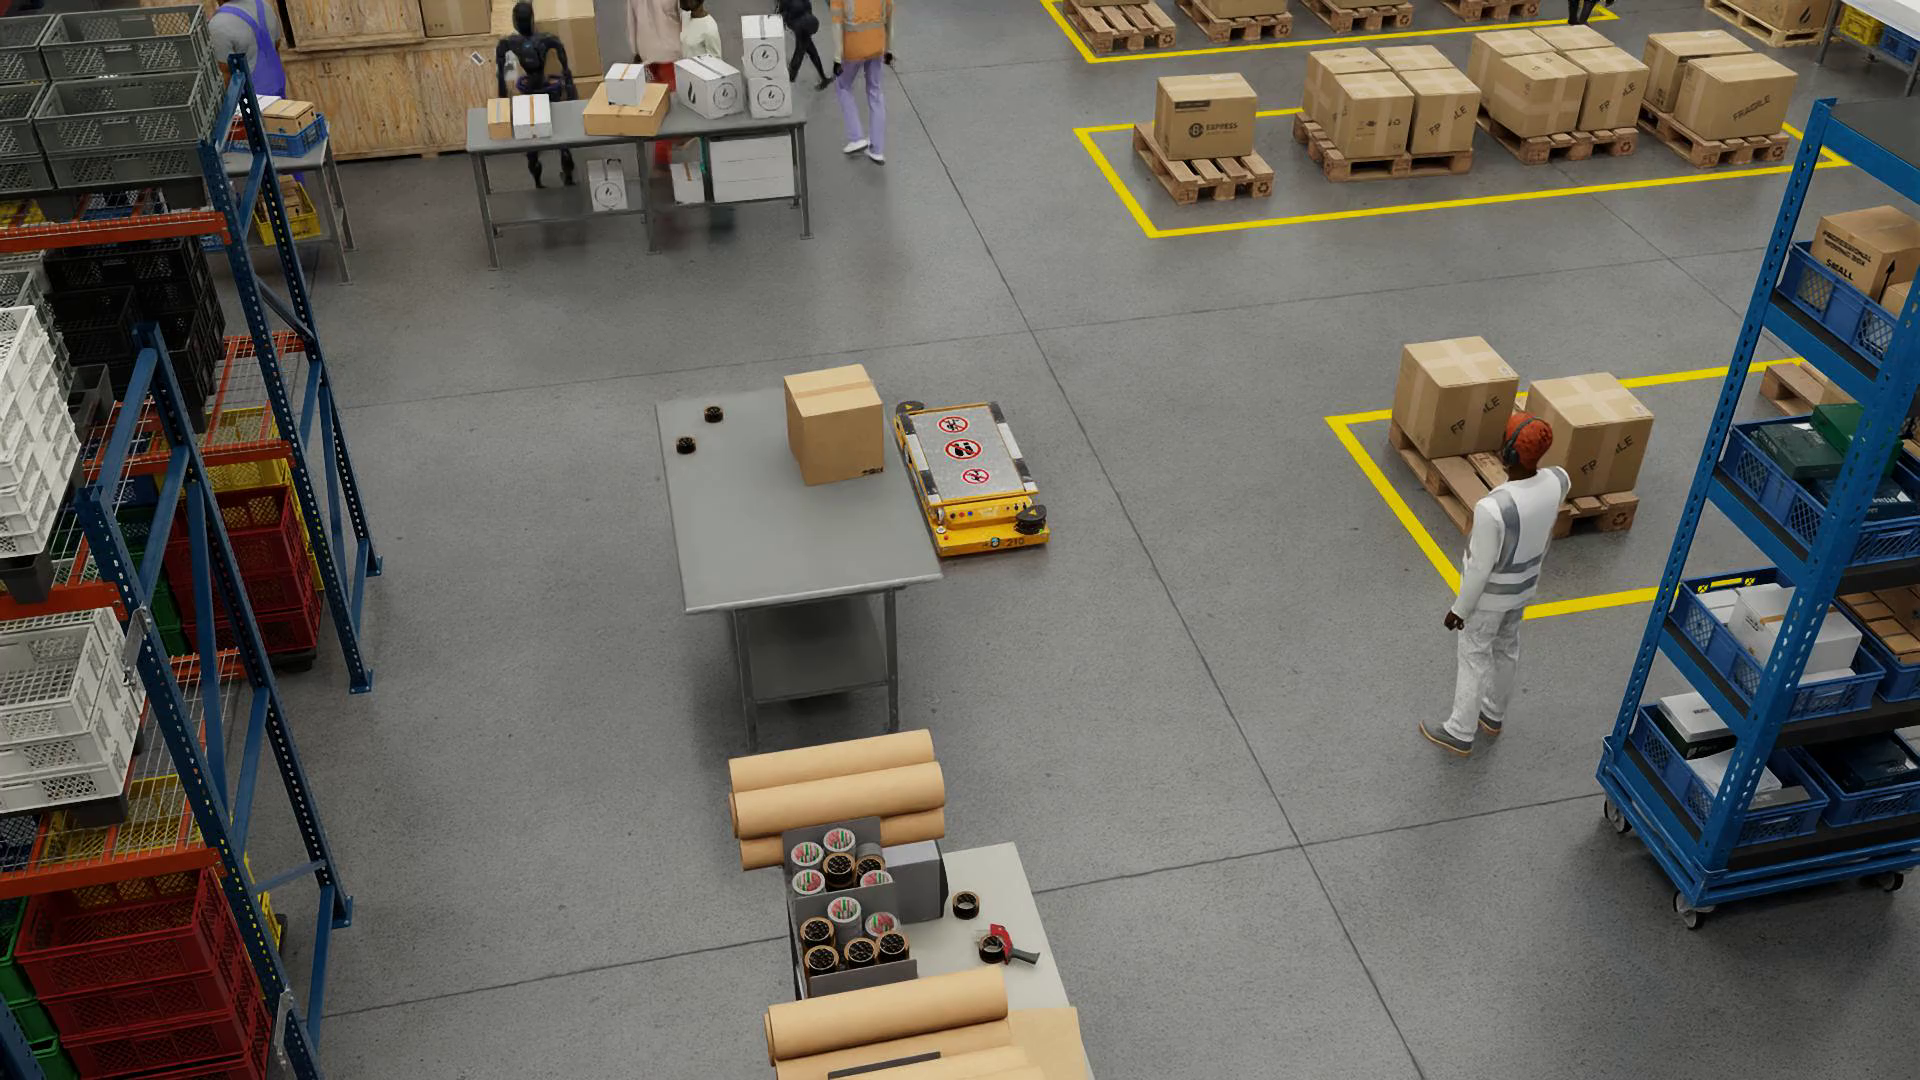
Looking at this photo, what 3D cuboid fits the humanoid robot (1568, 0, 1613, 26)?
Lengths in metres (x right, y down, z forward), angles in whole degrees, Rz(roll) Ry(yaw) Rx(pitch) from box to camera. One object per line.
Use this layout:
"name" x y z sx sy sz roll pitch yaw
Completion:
"humanoid robot" 5.713 -5.160 15.318 0.645 1.635 0.590 -25 43 -29

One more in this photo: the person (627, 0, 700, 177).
"person" -2.372 -3.967 13.496 0.625 1.954 0.833 20 41 24

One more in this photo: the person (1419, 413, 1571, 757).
"person" 2.543 0.229 7.892 0.578 1.882 0.343 -23 42 -27

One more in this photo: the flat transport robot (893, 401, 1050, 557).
"flat transport robot" 0.046 -0.430 10.108 0.652 0.197 1.431 -8 37 -10

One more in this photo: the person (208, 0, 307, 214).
"person" -5.446 -3.457 12.717 0.536 2.000 0.679 9 38 12

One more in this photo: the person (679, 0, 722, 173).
"person" -2.040 -3.592 13.127 0.314 1.768 0.524 -24 43 -28

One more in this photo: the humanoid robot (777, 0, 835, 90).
"humanoid robot" -1.406 -4.690 14.722 0.817 1.616 0.533 -23 42 -28

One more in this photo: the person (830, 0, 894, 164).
"person" -0.805 -4.036 13.618 0.612 1.890 0.554 -20 41 -25

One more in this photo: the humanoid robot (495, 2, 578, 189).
"humanoid robot" -3.271 -3.391 12.940 0.708 1.633 0.413 -1 37 -1
